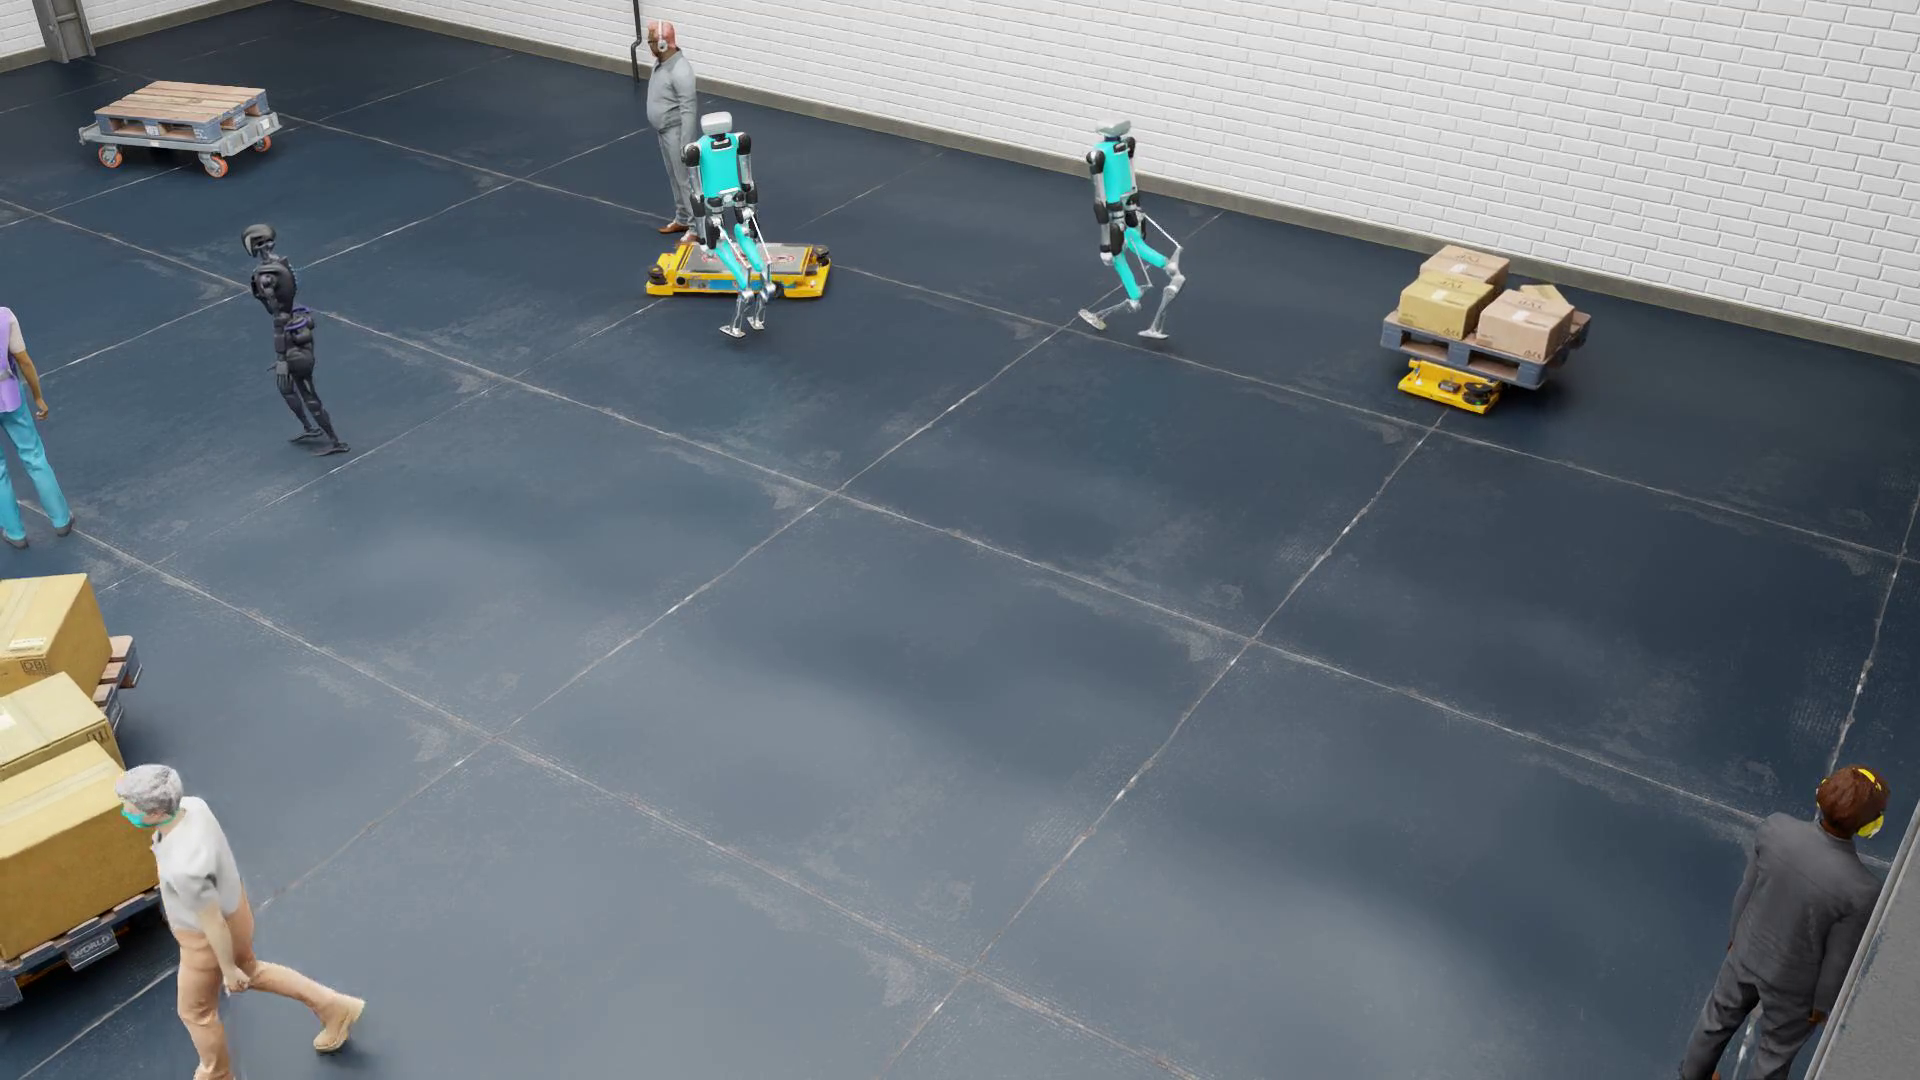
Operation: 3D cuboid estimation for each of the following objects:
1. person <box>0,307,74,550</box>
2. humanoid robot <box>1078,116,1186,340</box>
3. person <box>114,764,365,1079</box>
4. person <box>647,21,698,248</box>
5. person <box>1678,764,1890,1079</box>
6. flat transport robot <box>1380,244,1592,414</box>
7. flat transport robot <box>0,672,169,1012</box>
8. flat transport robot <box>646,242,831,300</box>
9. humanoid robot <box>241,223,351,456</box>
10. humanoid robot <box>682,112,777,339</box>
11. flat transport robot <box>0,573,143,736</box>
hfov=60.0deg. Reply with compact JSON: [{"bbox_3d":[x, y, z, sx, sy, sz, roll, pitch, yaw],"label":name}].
[{"bbox_3d":[-5.830,-0.790,10.030,0.568,1.840,0.373,-21,38,-29],"label":"person"},{"bbox_3d":[1.344,-2.226,12.361,1.001,1.716,0.541,22,39,30],"label":"humanoid robot"},{"bbox_3d":[-2.893,1.521,6.552,0.765,1.714,0.452,-9,34,-14],"label":"person"},{"bbox_3d":[-2.432,-3.431,14.084,0.405,1.904,0.650,-15,36,-22],"label":"person"},{"bbox_3d":[3.120,1.597,6.297,0.361,1.869,0.486,-19,37,-27],"label":"person"},{"bbox_3d":[3.873,-1.357,12.368,0.659,0.231,1.431,22,39,31],"label":"flat transport robot"},{"bbox_3d":[-4.182,1.699,7.613,0.659,0.231,1.431,28,42,36],"label":"flat transport robot"},{"bbox_3d":[-1.816,-2.224,13.717,1.431,0.231,0.659,1,33,2],"label":"flat transport robot"},{"bbox_3d":[-4.409,-1.305,10.991,0.426,1.644,0.595,-8,34,-12],"label":"humanoid robot"},{"bbox_3d":[-1.634,-2.274,12.317,0.533,1.674,0.735,-20,38,-28],"label":"humanoid robot"},{"bbox_3d":[-4.921,1.102,8.541,0.659,0.231,1.431,-5,33,-7],"label":"flat transport robot"}]
